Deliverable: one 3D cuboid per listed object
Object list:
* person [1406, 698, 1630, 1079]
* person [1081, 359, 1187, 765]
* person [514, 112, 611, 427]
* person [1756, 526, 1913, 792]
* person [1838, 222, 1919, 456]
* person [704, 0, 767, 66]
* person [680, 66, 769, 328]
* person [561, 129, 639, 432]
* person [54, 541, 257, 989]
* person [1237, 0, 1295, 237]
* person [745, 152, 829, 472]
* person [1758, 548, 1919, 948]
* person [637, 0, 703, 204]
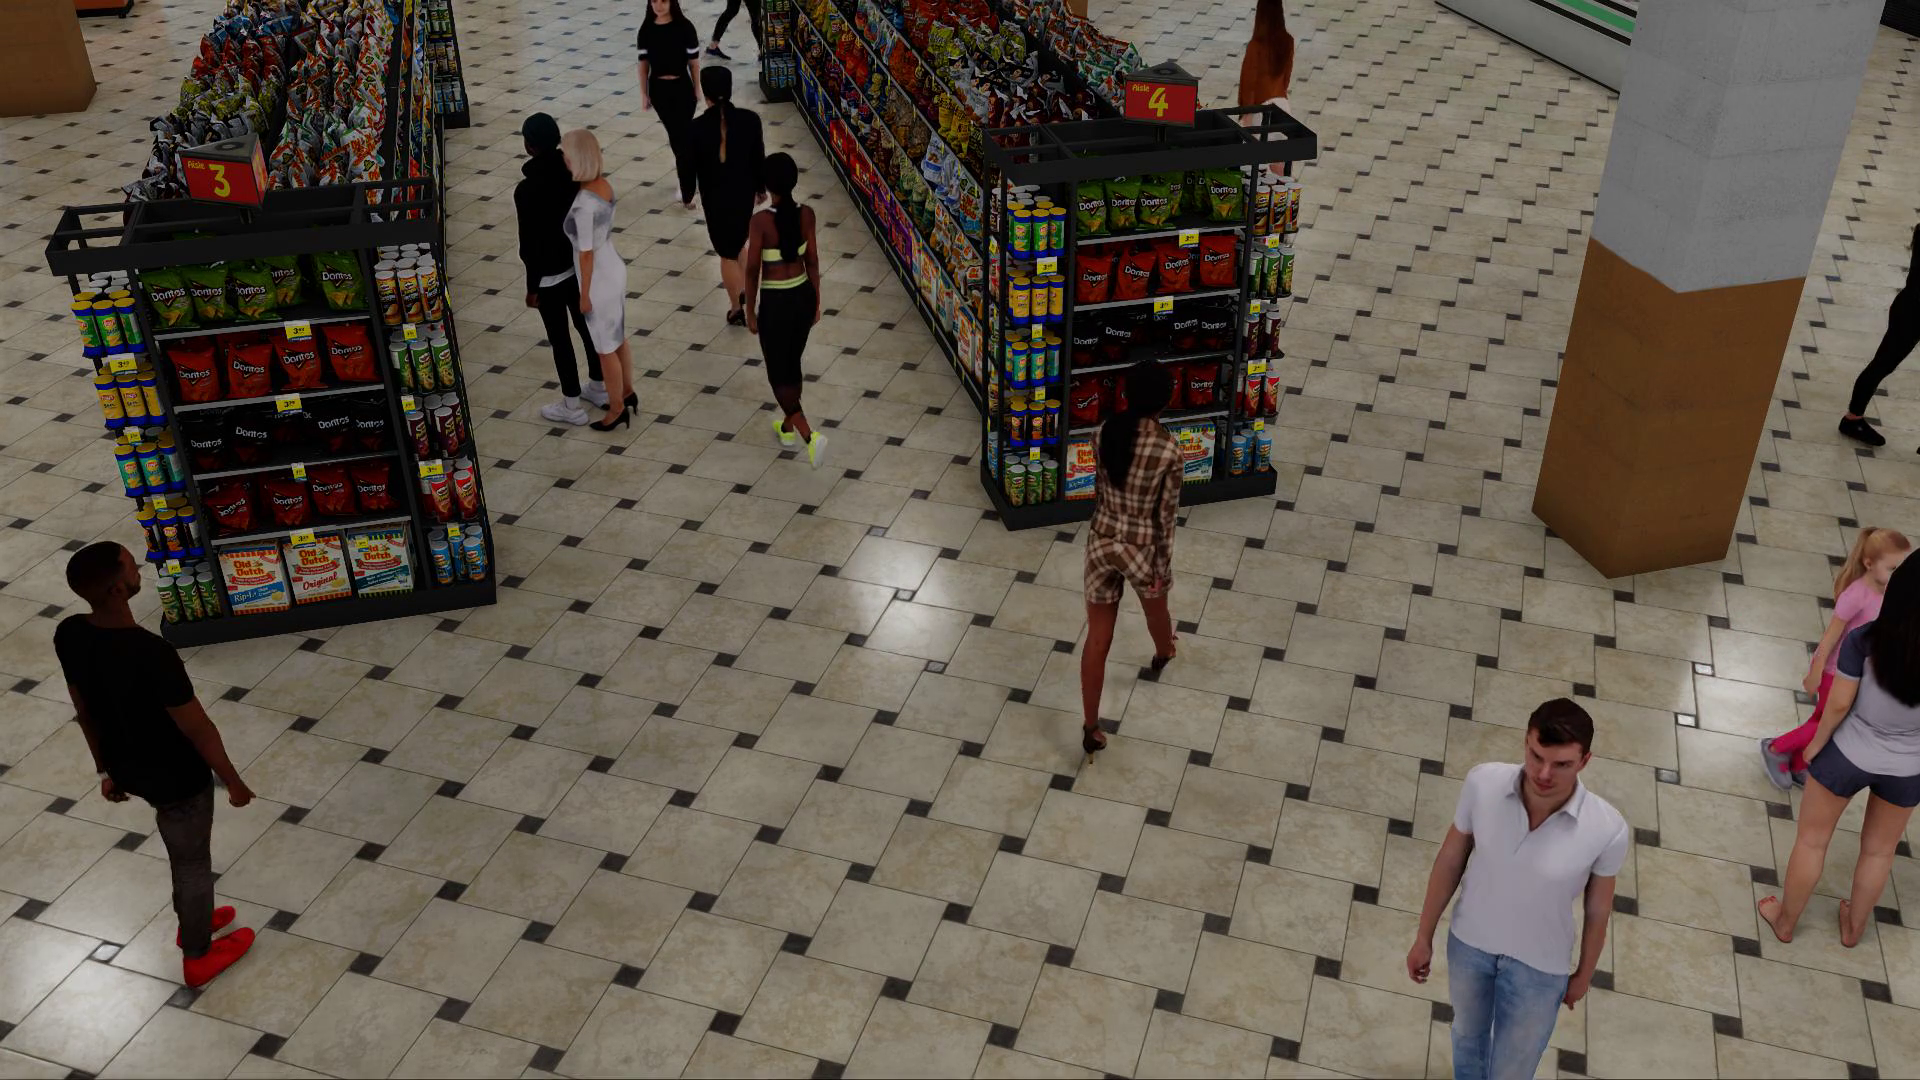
[{"bbox_3d":[1.690,1.188,5.042,0.806,1.831,0.871,23,39,33],"label":"person"},{"bbox_3d":[0.640,0.145,6.807,1.062,1.738,1.142,16,35,24],"label":"person"},{"bbox_3d":[-2.259,-1.534,9.430,0.813,1.818,0.760,18,36,27],"label":"person"},{"bbox_3d":[3.516,0.475,6.727,0.570,1.262,0.648,-19,37,-28],"label":"person"},{"bbox_3d":[5.204,-1.288,9.155,0.744,1.691,0.994,-16,35,-24],"label":"person"},{"bbox_3d":[-2.161,-5.296,15.607,0.708,1.679,0.940,-4,32,-7],"label":"person"},{"bbox_3d":[-1.444,-2.118,10.514,0.792,1.665,0.766,-16,35,-24],"label":"person"},{"bbox_3d":[-2.015,-1.455,9.367,0.686,1.749,0.555,3,32,5],"label":"person"},{"bbox_3d":[-2.789,0.833,5.648,0.791,1.793,0.832,12,34,19],"label":"person"},{"bbox_3d":[2.244,-2.998,11.916,0.793,1.677,1.145,-15,35,-23],"label":"person"},{"bbox_3d":[-0.900,-1.189,8.955,0.738,1.733,1.069,-17,36,-25],"label":"person"},{"bbox_3d":[3.220,0.751,5.863,0.674,1.706,0.672,6,32,10],"label":"person"},{"bbox_3d":[-2.184,-3.434,12.683,0.752,1.606,1.038,-1,32,-2],"label":"person"}]
